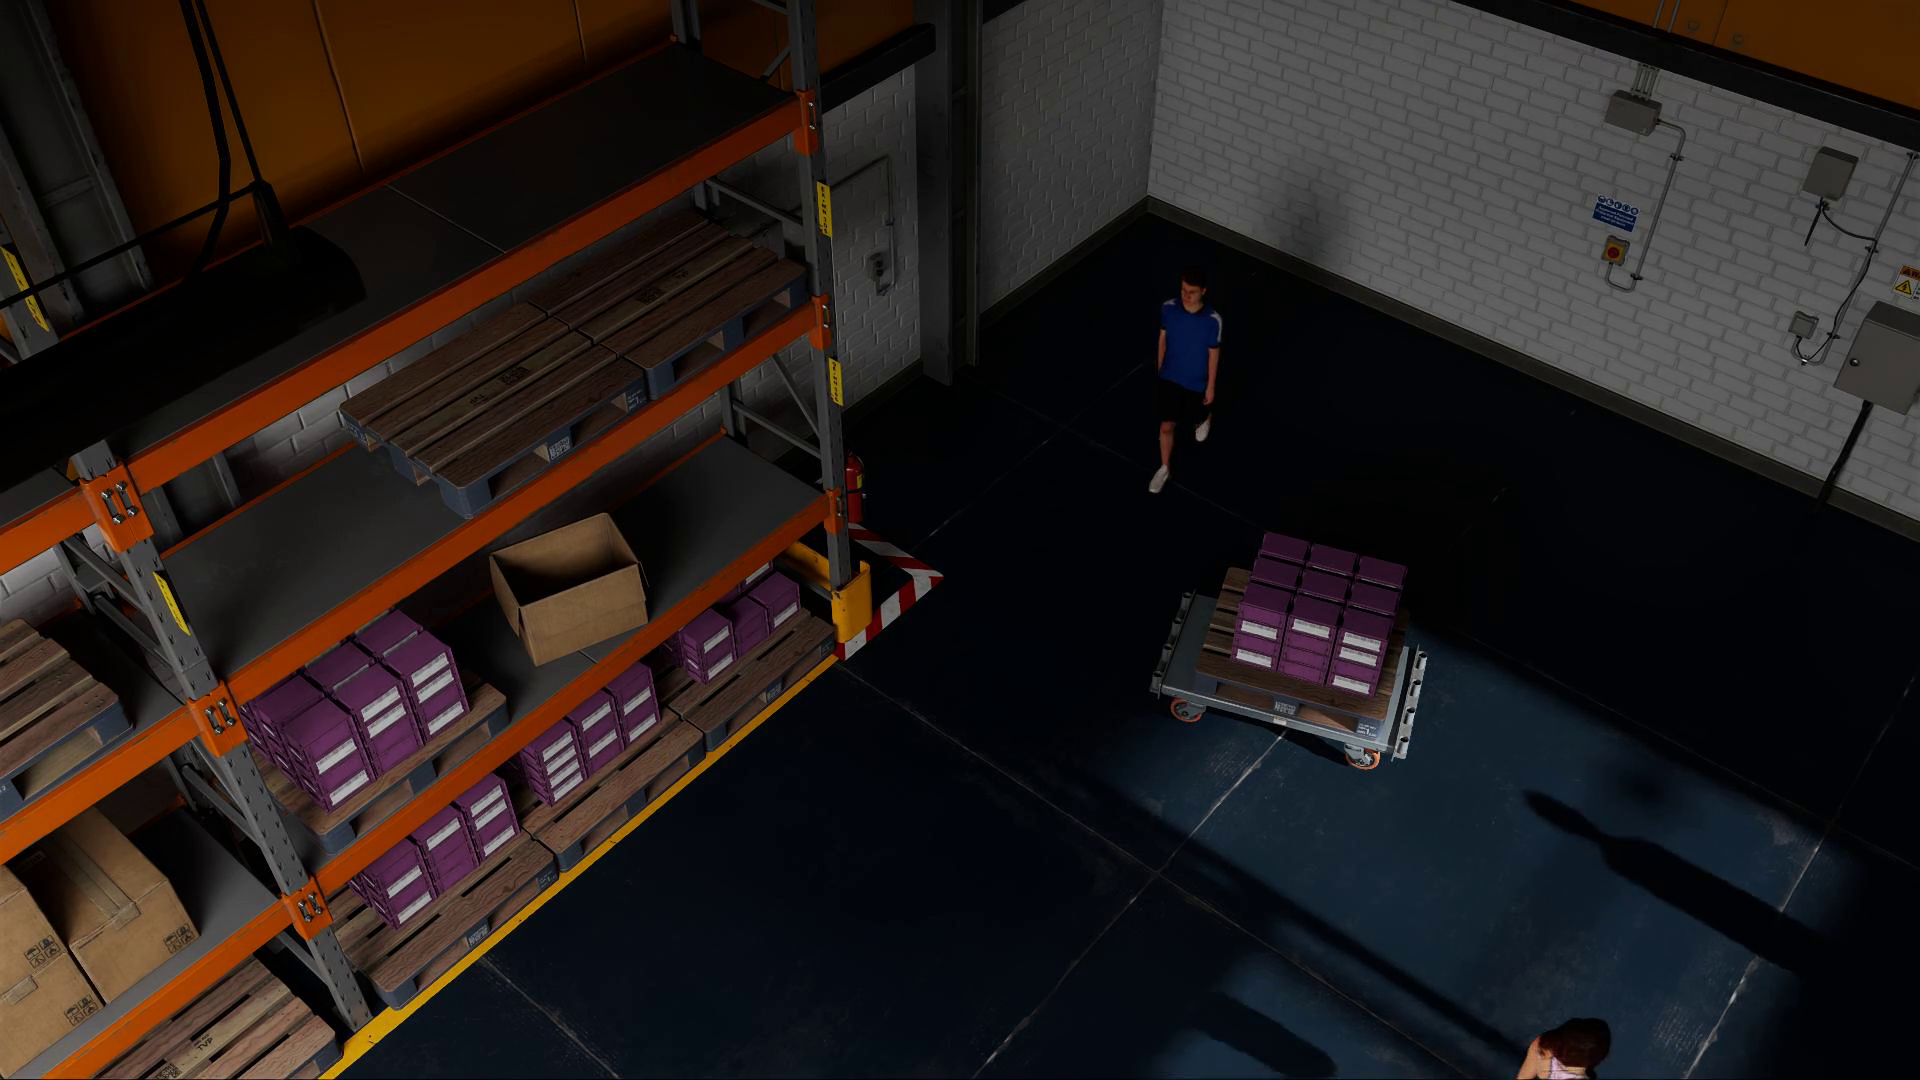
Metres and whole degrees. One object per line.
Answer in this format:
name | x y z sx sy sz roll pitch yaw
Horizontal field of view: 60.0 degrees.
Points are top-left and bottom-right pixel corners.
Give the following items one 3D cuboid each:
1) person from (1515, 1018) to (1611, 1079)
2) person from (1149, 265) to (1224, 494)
person | 2.721 2.845 7.930 0.909 1.757 0.760 -20 47 -20
person | 1.699 -1.241 12.157 0.872 1.843 1.194 17 46 17
